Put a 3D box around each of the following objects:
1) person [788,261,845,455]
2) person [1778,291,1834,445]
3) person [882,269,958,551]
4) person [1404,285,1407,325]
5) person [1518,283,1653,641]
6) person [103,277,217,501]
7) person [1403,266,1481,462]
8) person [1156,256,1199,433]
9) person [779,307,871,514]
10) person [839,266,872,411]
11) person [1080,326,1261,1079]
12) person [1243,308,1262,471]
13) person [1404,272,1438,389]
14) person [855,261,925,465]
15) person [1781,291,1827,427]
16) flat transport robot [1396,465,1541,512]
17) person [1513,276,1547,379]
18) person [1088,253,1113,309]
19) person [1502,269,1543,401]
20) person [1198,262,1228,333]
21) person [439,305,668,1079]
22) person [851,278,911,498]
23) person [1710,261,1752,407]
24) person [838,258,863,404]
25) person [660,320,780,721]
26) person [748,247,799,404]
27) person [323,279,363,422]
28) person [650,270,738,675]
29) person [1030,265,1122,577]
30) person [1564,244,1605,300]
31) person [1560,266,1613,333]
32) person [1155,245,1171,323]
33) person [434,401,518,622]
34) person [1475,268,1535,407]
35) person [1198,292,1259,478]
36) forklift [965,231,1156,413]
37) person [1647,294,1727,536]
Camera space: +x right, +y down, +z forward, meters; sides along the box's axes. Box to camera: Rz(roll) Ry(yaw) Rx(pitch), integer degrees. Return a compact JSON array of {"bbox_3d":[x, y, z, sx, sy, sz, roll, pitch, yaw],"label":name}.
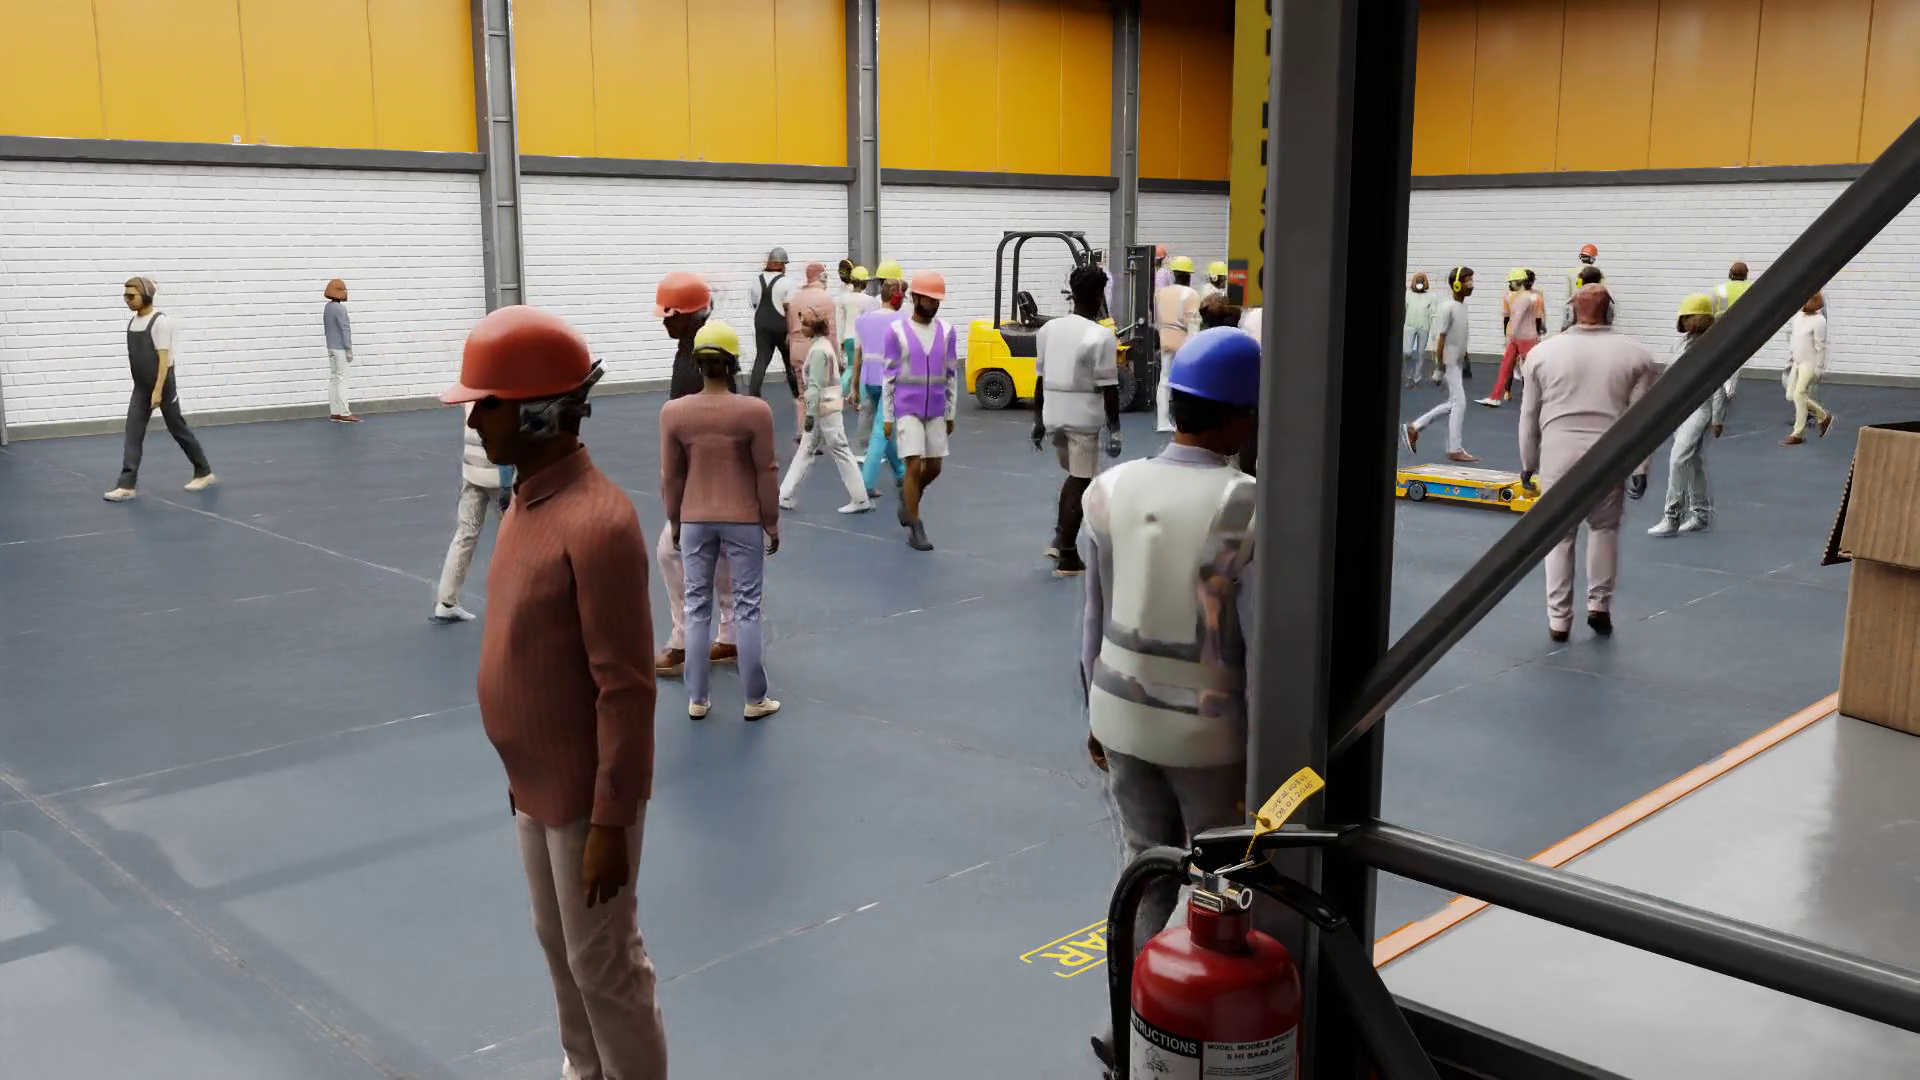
[{"bbox_3d":[-1.405,-1.738,16.063,0.416,1.880,0.676,-8,13,-37],"label":"person"},{"bbox_3d":[8.693,-1.775,16.970,0.543,1.615,0.504,0,10,-1],"label":"person"},{"bbox_3d":[-0.305,-0.910,11.488,0.563,1.913,0.701,-4,11,-23],"label":"person"},{"bbox_3d":[5.263,-2.612,20.726,0.373,1.914,0.597,-10,14,-44],"label":"person"},{"bbox_3d":[3.298,-0.410,8.823,0.662,1.877,0.537,3,11,17],"label":"person"},{"bbox_3d":[-6.587,-1.246,13.602,0.511,1.806,0.959,4,11,23],"label":"person"},{"bbox_3d":[4.618,-1.666,15.797,0.708,1.839,0.522,6,12,30],"label":"person"},{"bbox_3d":[2.443,-2.116,18.063,0.853,1.893,0.620,-9,14,-41],"label":"person"},{"bbox_3d":[-1.094,-0.971,12.656,0.885,1.581,0.534,-1,10,-4],"label":"person"},{"bbox_3d":[-1.266,-2.423,20.123,0.532,1.758,0.461,7,13,34],"label":"person"},{"bbox_3d":[0.497,0.455,4.006,0.629,1.925,0.605,9,13,39],"label":"person"},{"bbox_3d":[2.643,-1.310,14.022,0.653,1.784,0.945,10,14,42],"label":"person"},{"bbox_3d":[6.341,-2.895,23.052,0.527,1.615,0.386,2,11,13],"label":"person"},{"bbox_3d":[-0.589,-1.621,15.543,0.925,1.828,0.612,-5,11,-25],"label":"person"},{"bbox_3d":[9.363,-2.140,18.446,0.423,1.818,0.599,5,12,27],"label":"person"},{"bbox_3d":[4.113,-0.433,13.337,0.652,0.197,1.431,-10,14,-44],"label":"flat transport robot"},{"bbox_3d":[8.253,-3.117,24.337,0.518,1.604,0.815,-2,11,-12],"label":"person"},{"bbox_3d":[2.012,-3.504,25.740,0.662,1.852,1.013,6,12,31],"label":"person"},{"bbox_3d":[7.204,-2.608,21.307,0.316,1.696,0.540,-10,14,-44],"label":"person"},{"bbox_3d":[3.374,-2.715,21.632,0.906,1.780,0.602,3,11,17],"label":"person"},{"bbox_3d":[-0.841,0.507,3.511,0.396,1.990,0.621,-6,12,-30],"label":"person"},{"bbox_3d":[-0.581,-1.258,13.721,0.567,1.773,1.035,6,12,29],"label":"person"},{"bbox_3d":[9.661,-2.572,20.797,0.617,1.815,0.895,1,10,8],"label":"person"},{"bbox_3d":[-1.391,-2.623,20.984,0.410,1.845,0.557,-7,13,-34],"label":"person"},{"bbox_3d":[-1.042,-0.075,7.308,0.523,1.767,0.313,1,10,6],"label":"person"},{"bbox_3d":[-2.300,-2.678,20.745,0.686,2.000,1.027,6,12,28],"label":"person"},{"bbox_3d":[-7.106,-2.168,19.075,0.278,1.633,0.507,-10,14,-44],"label":"person"},{"bbox_3d":[-1.345,-0.315,8.077,0.733,1.955,0.659,-4,11,-19],"label":"person"},{"bbox_3d":[0.755,-0.745,10.449,0.511,1.945,0.652,-9,14,-42],"label":"person"},{"bbox_3d":[9.519,-3.497,25.340,0.381,1.994,0.622,-10,14,-44],"label":"person"},{"bbox_3d":[5.901,-1.664,15.746,0.557,1.847,0.594,0,10,2],"label":"person"},{"bbox_3d":[2.937,-3.366,24.640,0.970,1.983,0.633,0,10,0],"label":"person"},{"bbox_3d":[-2.575,-0.344,9.234,0.524,1.594,0.853,10,14,43],"label":"person"},{"bbox_3d":[6.768,-2.450,20.372,0.859,1.724,0.540,1,10,7],"label":"person"},{"bbox_3d":[1.563,-0.526,9.635,0.770,1.817,0.626,-3,11,-17],"label":"person"},{"bbox_3d":[1.222,-2.721,20.561,2.313,2.155,1.214,2,11,13],"label":"forklift"},{"bbox_3d":[5.115,-0.880,11.833,0.741,1.718,0.493,-2,11,-12],"label":"person"}]
